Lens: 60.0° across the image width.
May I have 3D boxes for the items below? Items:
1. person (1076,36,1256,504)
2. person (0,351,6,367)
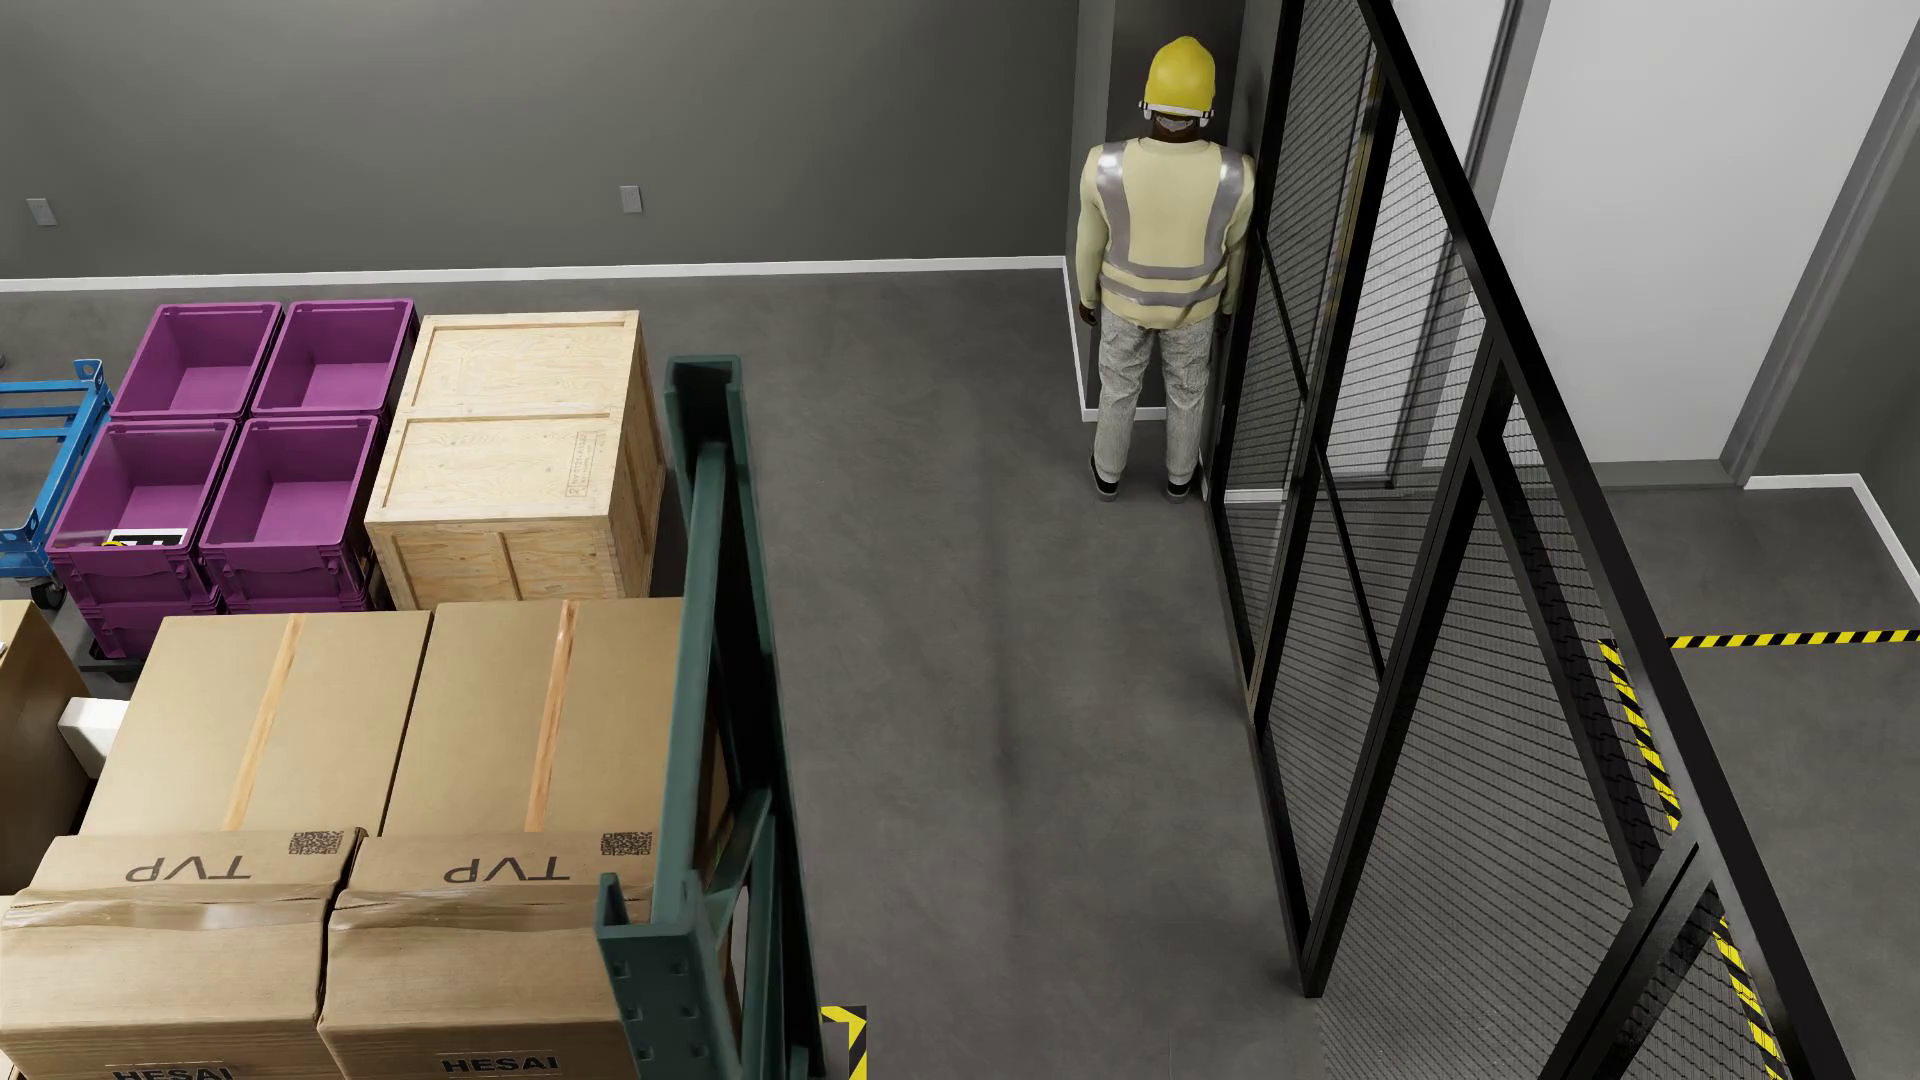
[{"bbox_3d":[0.681,-0.854,5.644,0.588,1.833,0.404,4,46,3],"label":"person"},{"bbox_3d":[-4.038,-1.266,5.966,0.372,1.940,0.631,-4,46,-3],"label":"person"}]
